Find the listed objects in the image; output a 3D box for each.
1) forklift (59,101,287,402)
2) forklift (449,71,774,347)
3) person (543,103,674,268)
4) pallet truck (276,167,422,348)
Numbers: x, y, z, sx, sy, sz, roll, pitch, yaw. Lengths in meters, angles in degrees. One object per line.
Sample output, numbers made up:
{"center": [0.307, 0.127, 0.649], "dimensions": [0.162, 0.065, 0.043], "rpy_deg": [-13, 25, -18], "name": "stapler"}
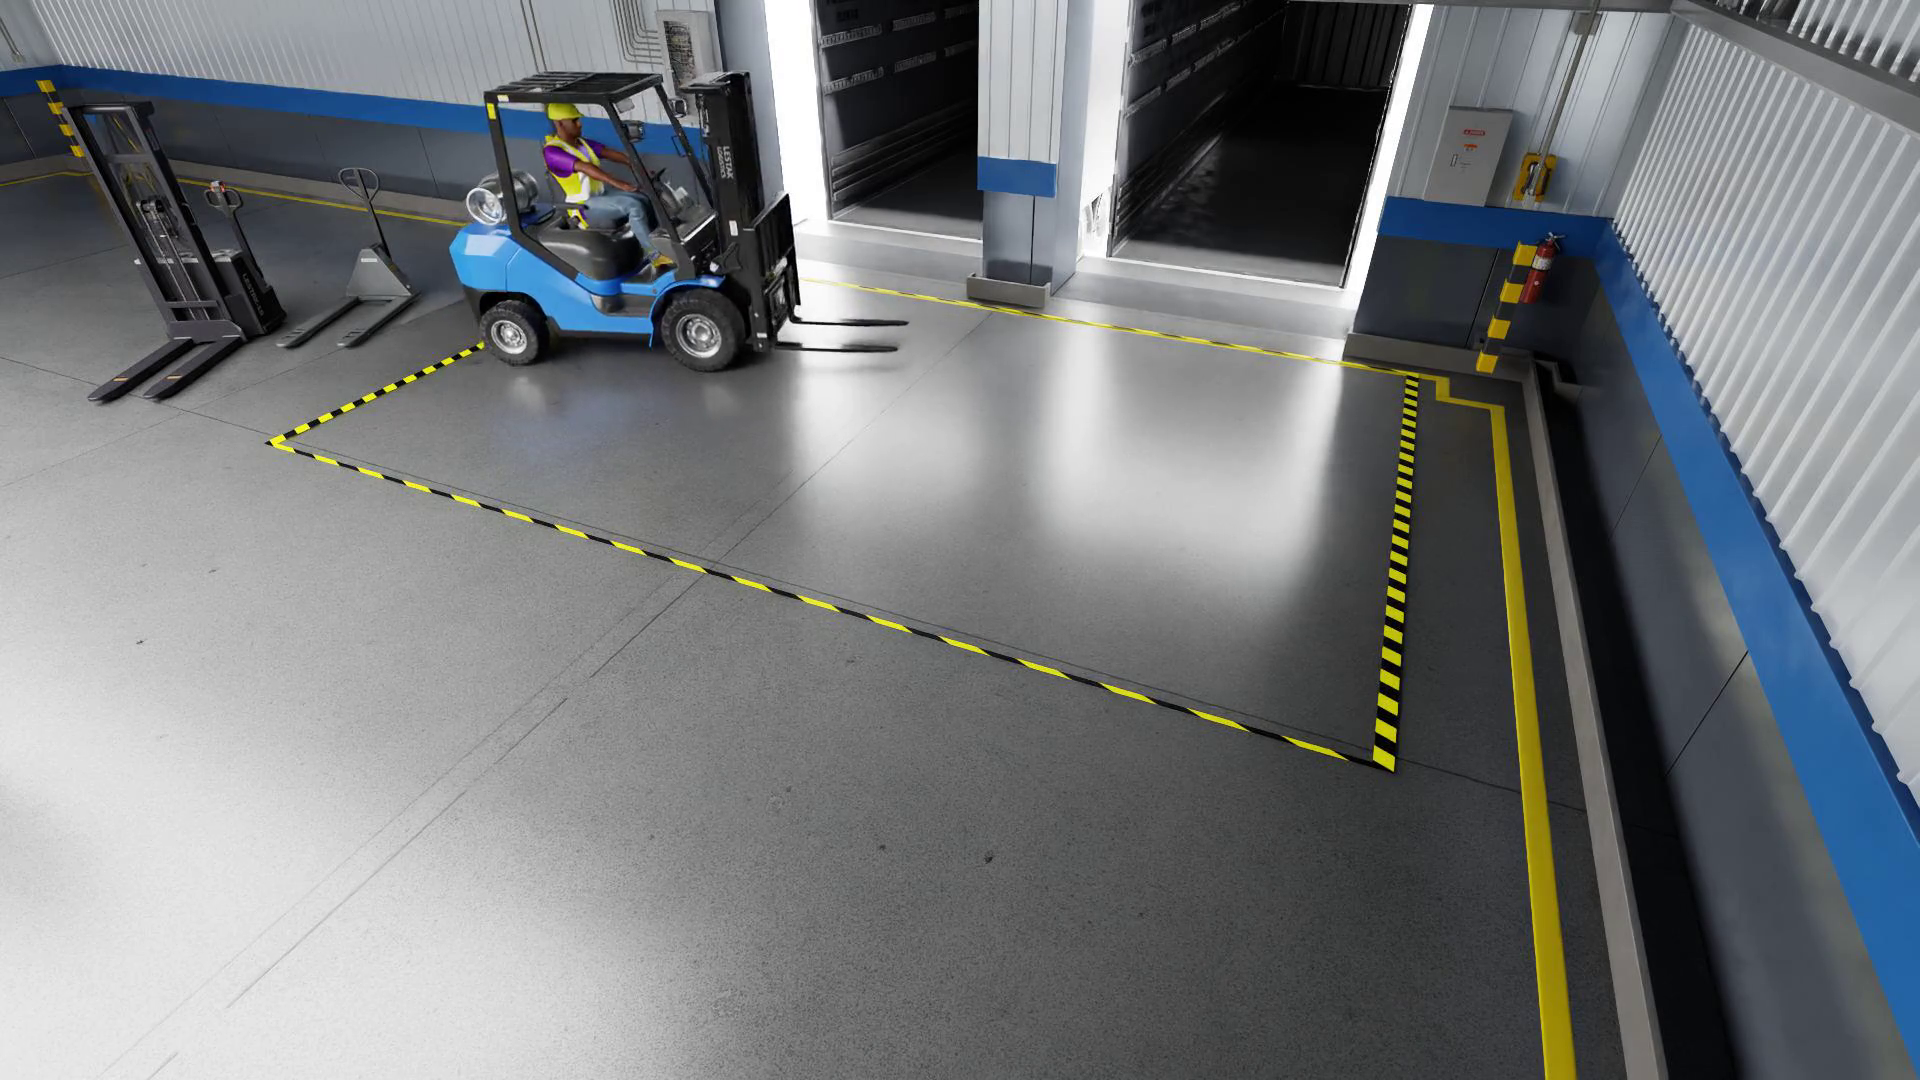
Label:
{"center": [-6.686, -2.387, 7.434], "dimensions": [0.823, 1.965, 1.885], "rpy_deg": [-3, 35, -5], "name": "forklift"}
{"center": [-2.880, -2.774, 7.678], "dimensions": [2.680, 2.036, 1.157], "rpy_deg": [3, 35, 5], "name": "forklift"}
{"center": [-2.821, -2.920, 7.559], "dimensions": [1.004, 1.294, 0.635], "rpy_deg": [3, 35, 5], "name": "person"}
{"center": [-5.732, -2.611, 8.414], "dimensions": [0.680, 1.201, 1.601], "rpy_deg": [-1, 35, -1], "name": "pallet truck"}
